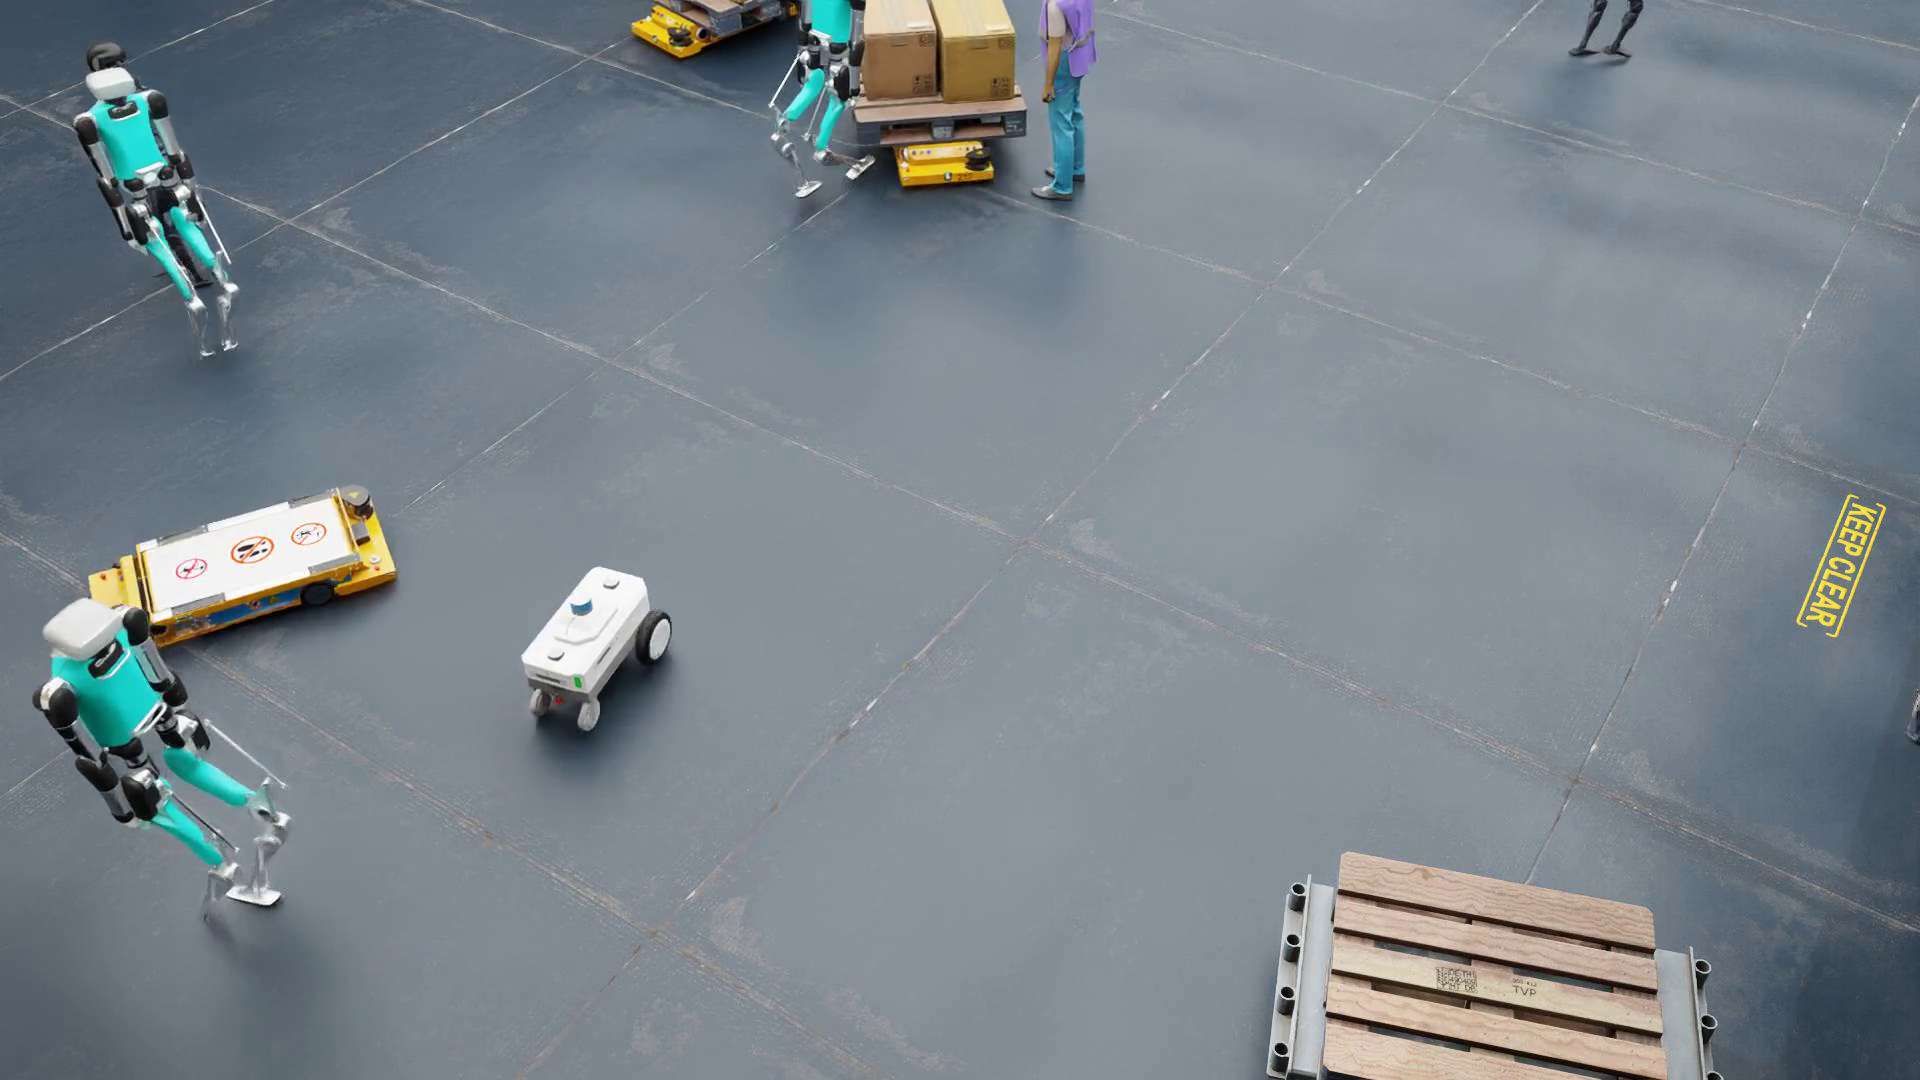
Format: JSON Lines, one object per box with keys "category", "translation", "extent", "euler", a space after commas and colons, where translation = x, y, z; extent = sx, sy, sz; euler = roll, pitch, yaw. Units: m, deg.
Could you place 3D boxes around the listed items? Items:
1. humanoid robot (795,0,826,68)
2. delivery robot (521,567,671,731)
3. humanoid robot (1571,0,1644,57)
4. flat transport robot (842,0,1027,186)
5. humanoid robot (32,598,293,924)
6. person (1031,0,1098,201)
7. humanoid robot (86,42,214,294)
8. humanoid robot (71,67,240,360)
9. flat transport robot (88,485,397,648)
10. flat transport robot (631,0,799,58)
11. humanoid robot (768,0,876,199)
{"category": "humanoid robot", "translation": [-1.192, -4.393, 12.651], "extent": [0.588, 1.641, 0.449], "euler": [13, 43, 14]}
{"category": "delivery robot", "translation": [-1.779, 0.483, 8.038], "extent": [0.499, 0.614, 0.812], "euler": [14, 44, 15]}
{"category": "humanoid robot", "translation": [5.125, -4.512, 12.779], "extent": [0.482, 1.643, 0.587], "euler": [-11, 43, -12]}
{"category": "flat transport robot", "translation": [-0.197, -3.041, 12.182], "extent": [0.659, 0.231, 1.431], "euler": [-6, 42, -7]}
{"category": "humanoid robot", "translation": [-3.052, 0.965, 6.617], "extent": [0.711, 1.809, 0.559], "euler": [11, 43, 12]}
{"category": "person", "translation": [0.712, -3.169, 11.153], "extent": [0.398, 1.834, 0.559], "euler": [15, 44, 16]}
{"category": "humanoid robot", "translation": [-5.034, -2.259, 10.250], "extent": [0.373, 1.655, 0.610], "euler": [-20, 45, -21]}
{"category": "humanoid robot", "translation": [-4.579, -1.817, 9.741], "extent": [0.749, 1.808, 0.530], "euler": [31, 50, 30]}
{"category": "flat transport robot", "translation": [-3.713, 0.162, 8.598], "extent": [1.431, 0.231, 0.659], "euler": [-18, 45, -20]}
{"category": "flat transport robot", "translation": [-1.926, -4.352, 13.649], "extent": [1.431, 0.231, 0.659], "euler": [-33, 51, -31]}
{"category": "humanoid robot", "translation": [-0.944, -3.033, 11.057], "extent": [0.557, 1.732, 0.968], "euler": [25, 48, 26]}
